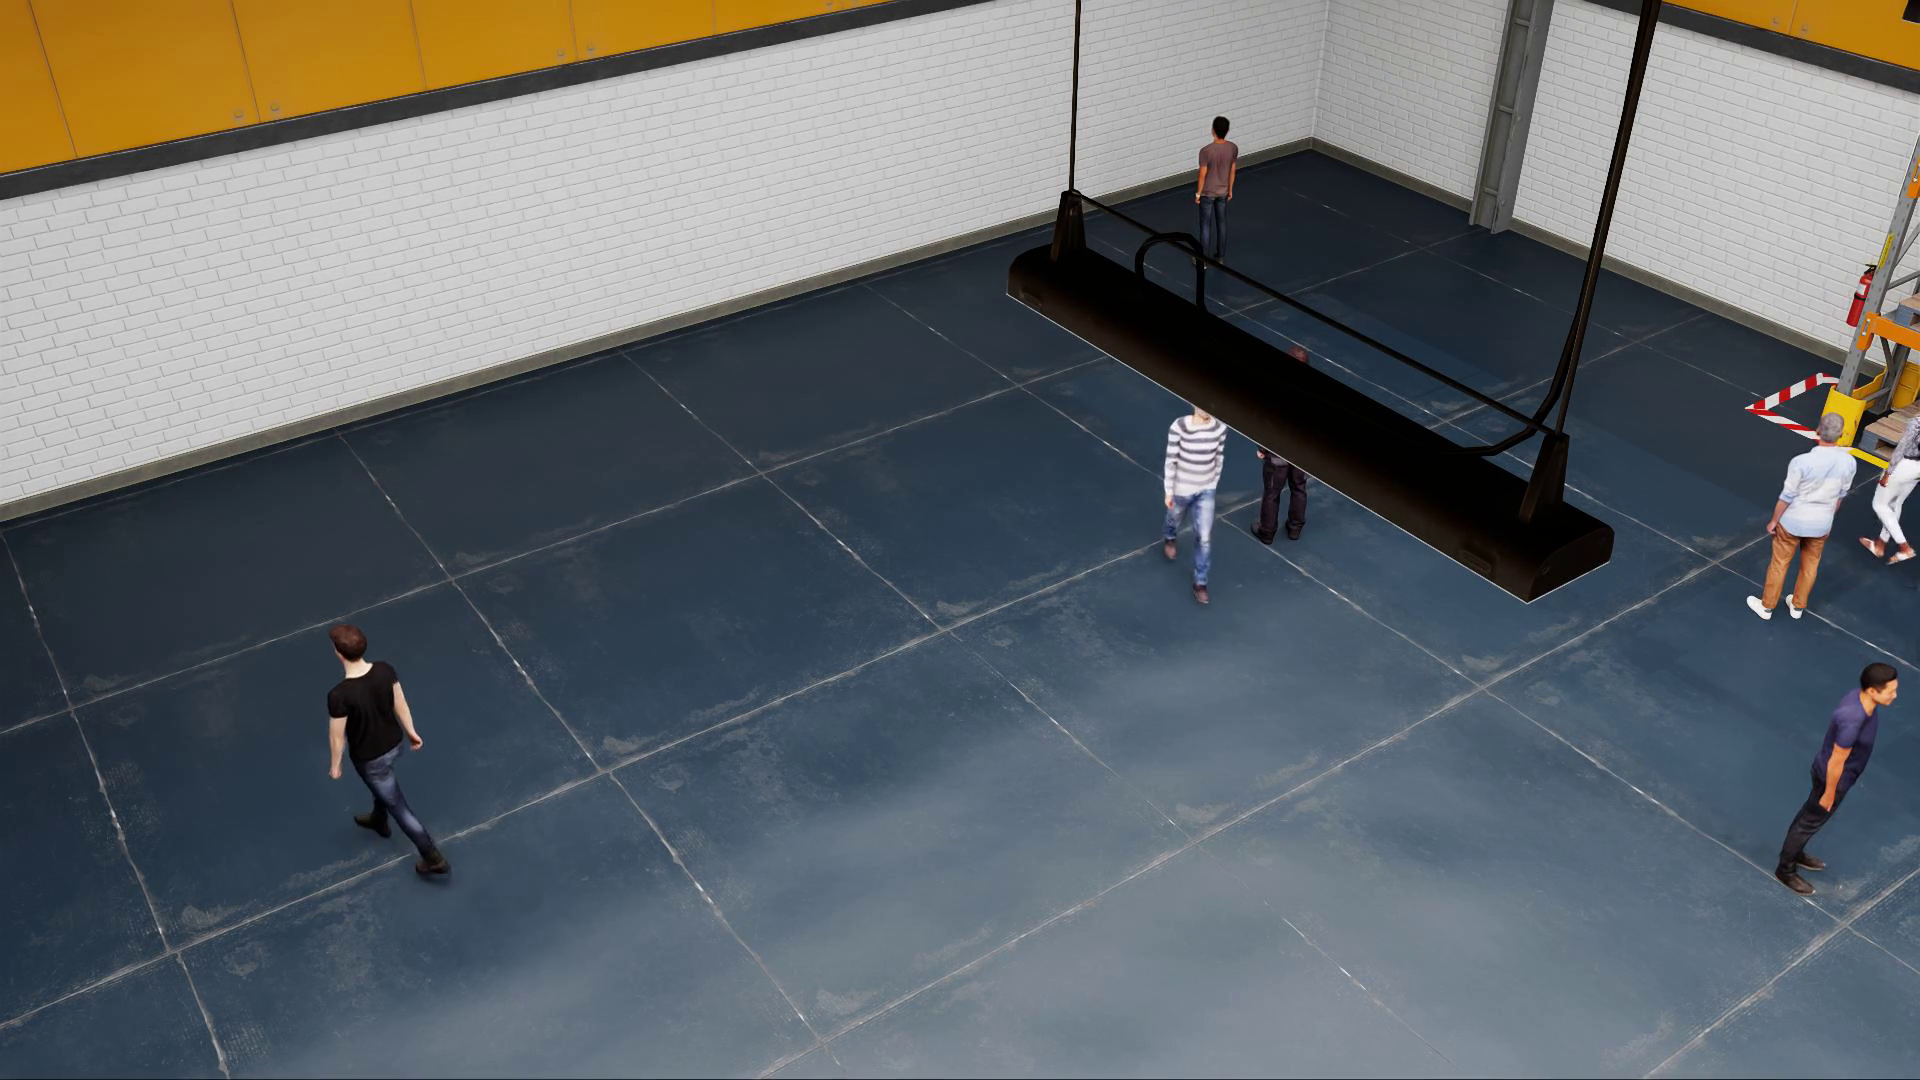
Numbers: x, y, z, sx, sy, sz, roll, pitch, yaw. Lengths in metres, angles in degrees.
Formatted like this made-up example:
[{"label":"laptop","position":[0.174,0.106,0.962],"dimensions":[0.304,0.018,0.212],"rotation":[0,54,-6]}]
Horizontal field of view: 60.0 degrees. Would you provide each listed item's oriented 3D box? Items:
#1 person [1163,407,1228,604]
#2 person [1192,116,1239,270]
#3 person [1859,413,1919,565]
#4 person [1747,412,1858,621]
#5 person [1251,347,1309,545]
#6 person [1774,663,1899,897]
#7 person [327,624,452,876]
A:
[{"label":"person","position":[1.880,-0.479,13.682],"dimensions":[1.095,1.806,1.289],"rotation":[-1,34,-1]},{"label":"person","position":[2.912,-3.960,18.945],"dimensions":[0.685,1.777,0.642],"rotation":[-10,35,-15]},{"label":"person","position":[7.934,-0.517,13.825],"dimensions":[0.759,1.711,0.926],"rotation":[-9,35,-14]},{"label":"person","position":[6.717,-0.167,13.199],"dimensions":[0.770,1.822,0.789],"rotation":[1,34,1]},{"label":"person","position":[2.789,-0.798,14.131],"dimensions":[0.791,1.841,0.722],"rotation":[-7,34,-11]},{"label":"person","position":[5.637,1.495,10.728],"dimensions":[0.648,1.788,0.713],"rotation":[22,40,30]},{"label":"person","position":[-3.715,1.408,10.794],"dimensions":[1.330,1.860,1.059],"rotation":[18,38,25]}]
